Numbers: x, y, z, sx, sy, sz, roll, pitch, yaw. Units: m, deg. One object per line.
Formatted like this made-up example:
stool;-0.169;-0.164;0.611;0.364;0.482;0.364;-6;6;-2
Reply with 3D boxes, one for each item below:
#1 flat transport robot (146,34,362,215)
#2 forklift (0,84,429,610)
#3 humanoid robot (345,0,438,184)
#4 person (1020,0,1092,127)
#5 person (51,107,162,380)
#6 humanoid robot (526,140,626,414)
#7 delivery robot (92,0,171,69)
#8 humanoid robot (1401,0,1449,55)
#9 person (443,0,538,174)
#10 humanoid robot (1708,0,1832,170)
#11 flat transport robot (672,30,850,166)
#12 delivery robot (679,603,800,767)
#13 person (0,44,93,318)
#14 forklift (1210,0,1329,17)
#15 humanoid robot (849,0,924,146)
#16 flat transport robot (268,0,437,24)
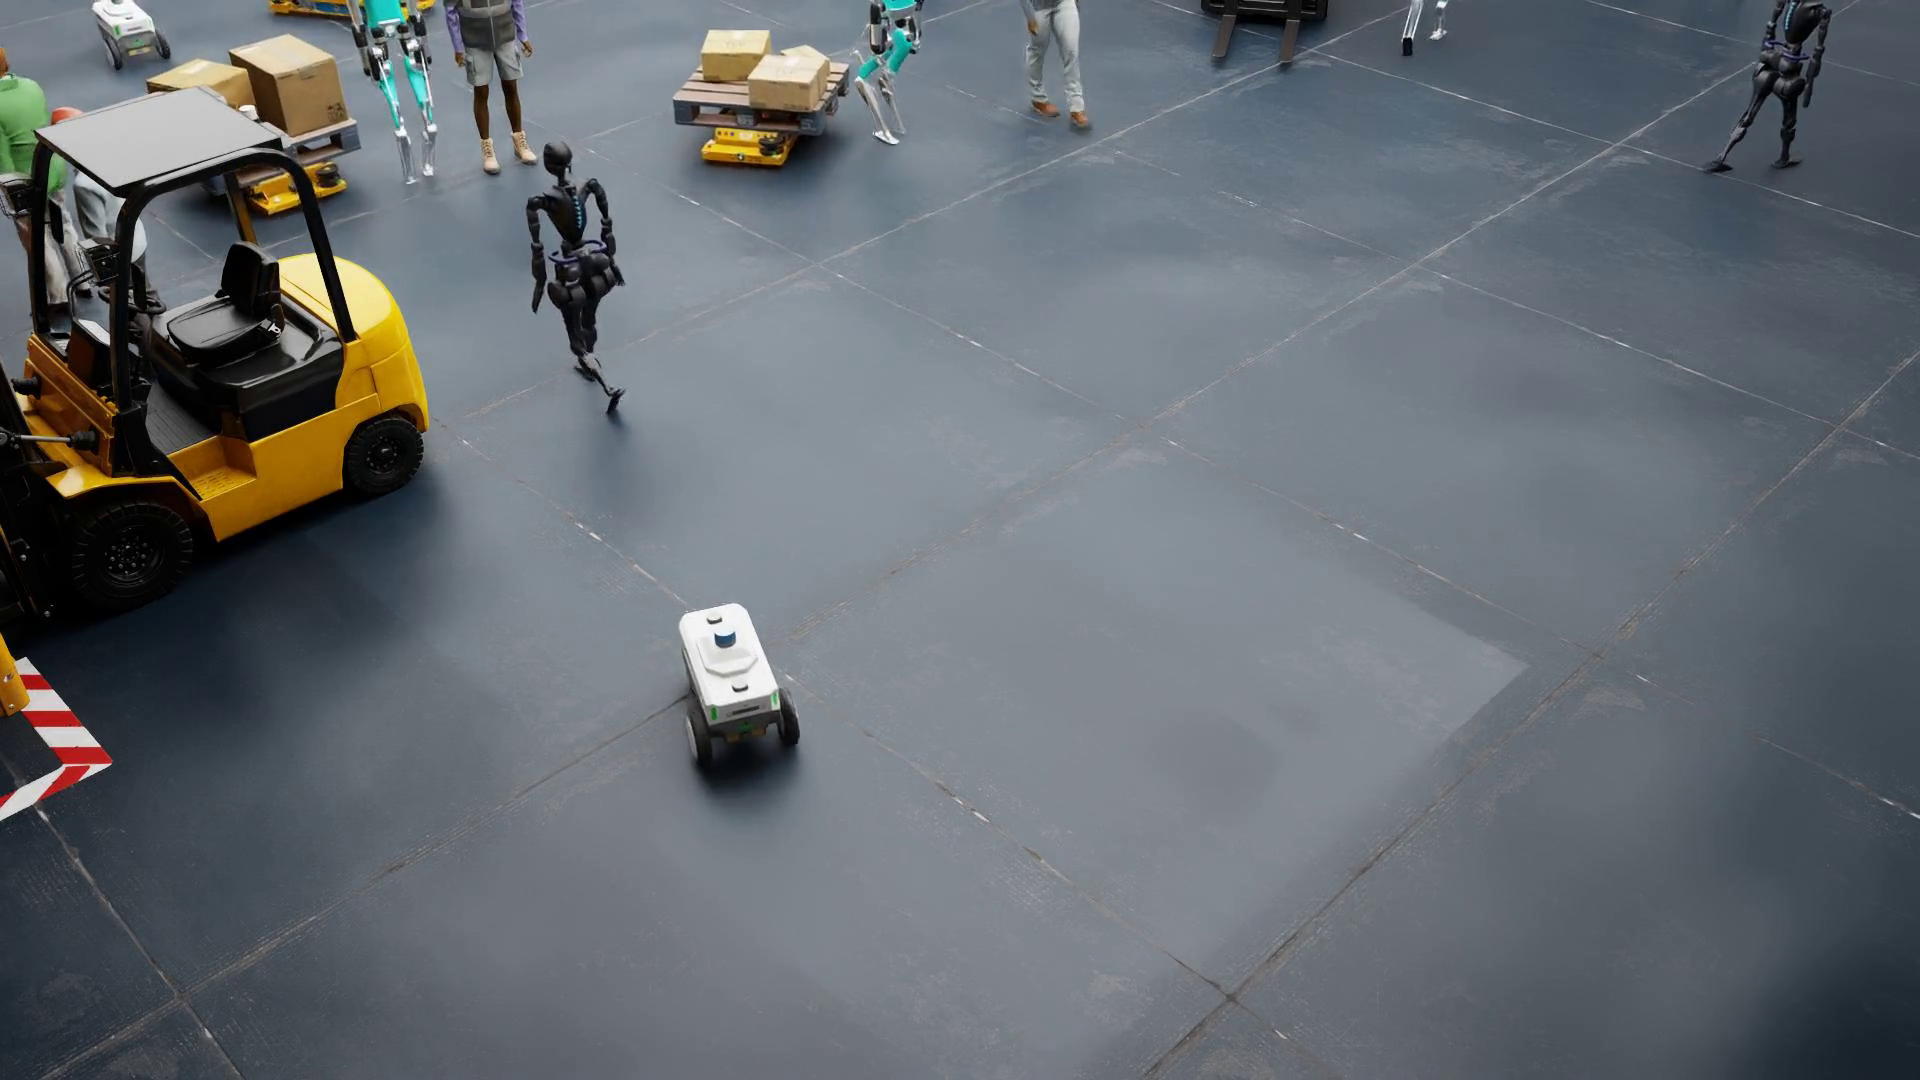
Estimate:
flat transport robot;-5.412;-2.901;12.880;1.431;0.231;0.659;30;46;34
forklift;-4.145;-1.093;8.856;2.313;2.155;1.214;-31;47;-34
humanoid robot;-4.187;-3.500;12.473;0.546;1.793;0.757;-17;40;-21
person;0.756;-4.214;13.277;0.647;1.907;0.865;-15;39;-19
person;-5.182;-1.810;10.189;0.345;1.740;0.572;-2;37;-3
humanoid robot;-2.254;-1.580;9.979;0.612;1.648;0.728;-29;46;-33
delivery robot;-7.471;-4.588;14.902;0.499;0.598;0.801;-25;43;-30
humanoid robot;4.250;-5.210;14.759;0.555;1.764;0.971;21;41;25
person;-3.557;-3.800;12.614;0.604;2.033;0.395;-19;41;-23
humanoid robot;6.257;-3.595;12.687;0.788;1.647;0.595;-14;39;-18
flat transport robot;-1.595;-3.453;13.619;0.659;0.231;1.431;7;37;9
delivery robot;-1.088;0.662;7.879;0.499;0.603;0.807;-12;38;-16
person;-6.108;-2.348;10.903;0.426;1.748;0.697;11;38;14
forklift;3.106;-6.400;15.960;1.214;2.155;2.313;8;37;10
humanoid robot;-0.624;-3.984;13.115;0.657;1.817;0.538;30;46;34
flat transport robot;-5.829;-5.197;15.954;1.431;0.231;0.659;9;38;12
